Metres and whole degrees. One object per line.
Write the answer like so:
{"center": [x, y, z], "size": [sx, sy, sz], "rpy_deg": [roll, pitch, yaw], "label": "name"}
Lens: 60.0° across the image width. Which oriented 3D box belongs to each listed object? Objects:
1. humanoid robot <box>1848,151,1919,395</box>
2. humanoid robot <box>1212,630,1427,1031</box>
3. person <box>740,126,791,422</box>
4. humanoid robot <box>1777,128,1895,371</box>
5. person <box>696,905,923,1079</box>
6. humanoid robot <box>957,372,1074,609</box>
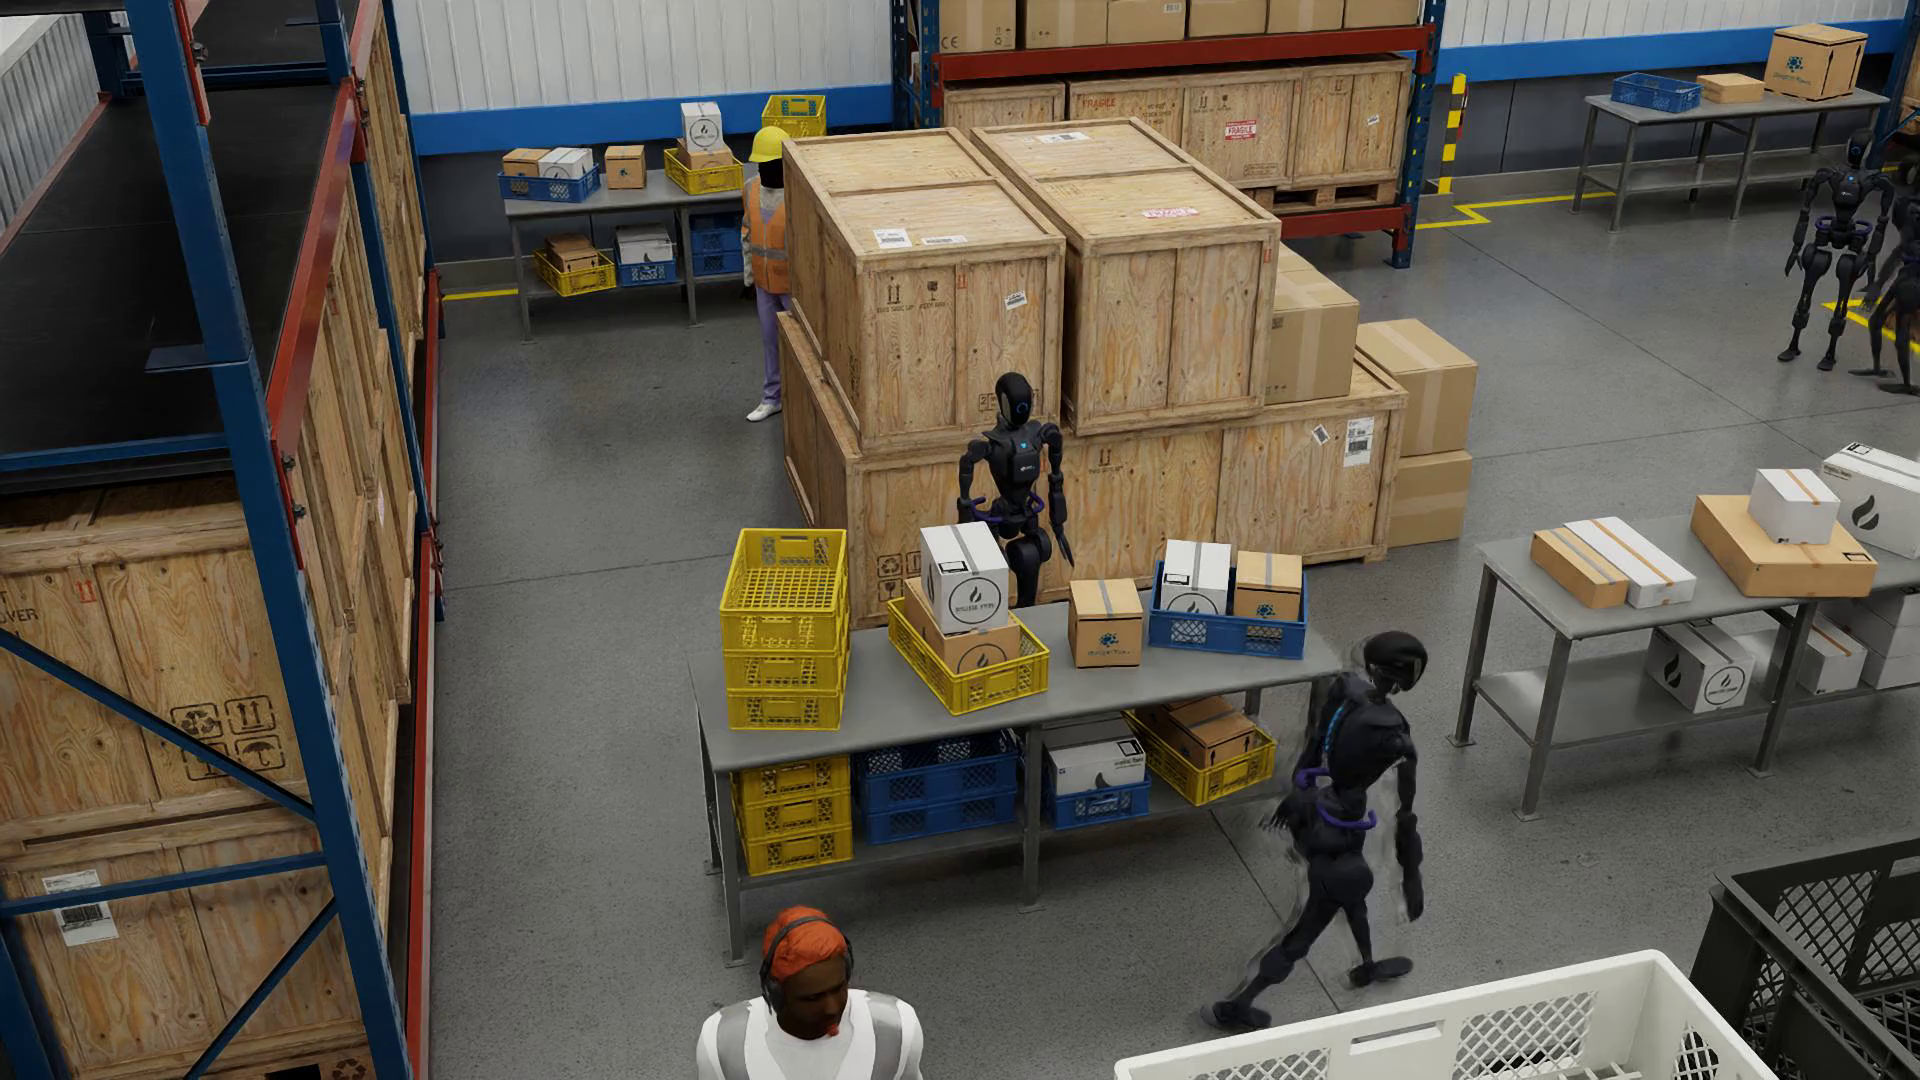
{"center": [6.165, -1.725, 10.819], "size": [0.584, 1.622, 0.619], "rpy_deg": [13, 31, 22], "label": "humanoid robot"}
{"center": [1.310, 1.032, 5.854], "size": [0.832, 1.620, 0.593], "rpy_deg": [-6, 29, -10], "label": "humanoid robot"}
{"center": [-1.110, -1.609, 10.317], "size": [0.584, 1.928, 0.368], "rpy_deg": [16, 33, 27], "label": "person"}
{"center": [5.896, -1.949, 11.194], "size": [0.563, 1.650, 0.357], "rpy_deg": [19, 34, 30], "label": "humanoid robot"}
{"center": [-0.370, 1.719, 4.322], "size": [0.578, 1.884, 0.353], "rpy_deg": [-4, 29, -8], "label": "person"}
{"center": [0.234, 0.002, 7.639], "size": [0.609, 1.657, 0.315], "rpy_deg": [-15, 32, -25], "label": "humanoid robot"}
